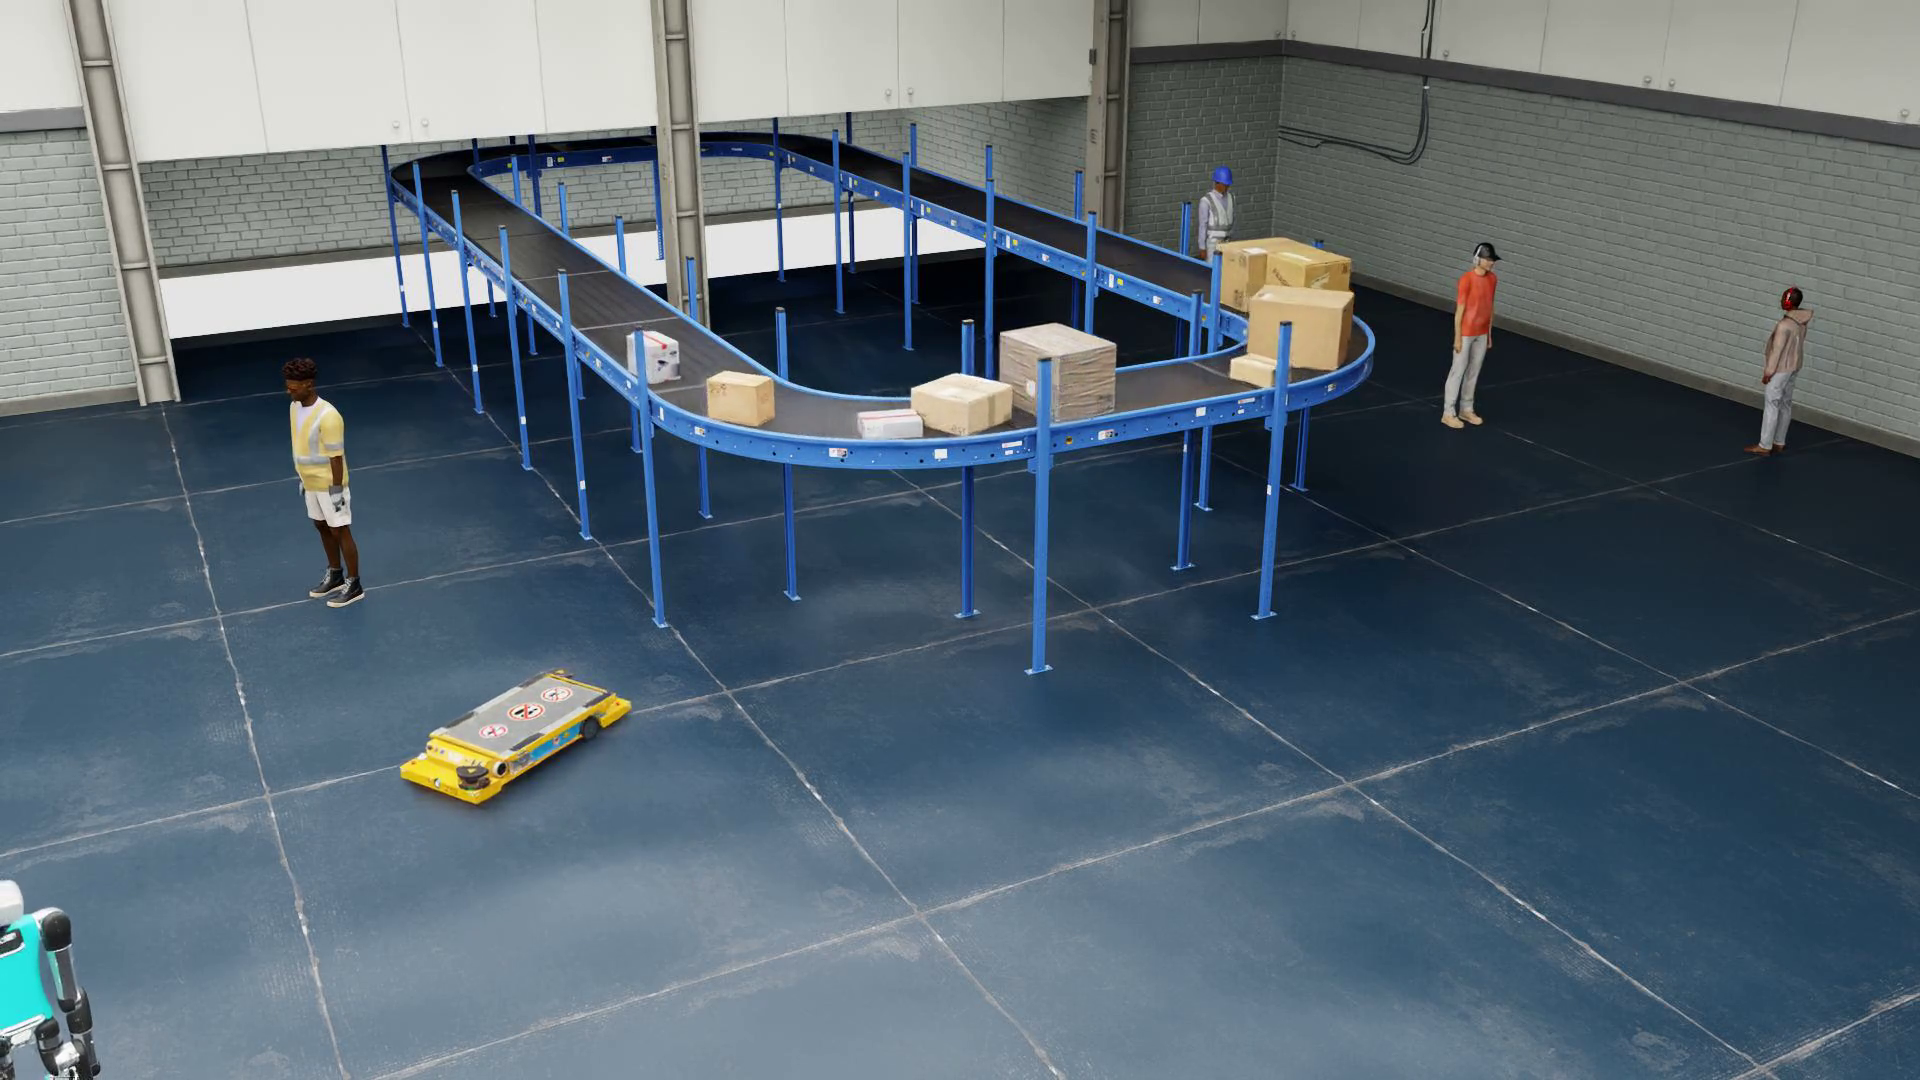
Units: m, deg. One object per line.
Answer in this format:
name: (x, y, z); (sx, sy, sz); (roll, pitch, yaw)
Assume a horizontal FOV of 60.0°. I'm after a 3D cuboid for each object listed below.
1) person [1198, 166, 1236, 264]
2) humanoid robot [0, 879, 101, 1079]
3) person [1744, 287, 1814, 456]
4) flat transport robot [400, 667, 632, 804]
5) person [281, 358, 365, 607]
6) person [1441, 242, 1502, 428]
person: (3.224, -3.716, 20.851); (0.618, 1.933, 0.415); (-18, 28, -37)
humanoid robot: (-3.538, 2.182, 6.436); (0.694, 1.730, 0.543); (20, 29, 40)
person: (7.941, -1.624, 16.051); (0.464, 1.647, 0.318); (-15, 27, -33)
flat transport robot: (-2.858, 1.245, 10.797); (0.659, 0.231, 1.431); (12, 25, 28)
person: (-4.894, -0.456, 12.754); (0.602, 1.959, 0.372); (19, 28, 38)
person: (5.212, -2.068, 16.815); (0.474, 1.904, 0.430); (-11, 25, -26)
